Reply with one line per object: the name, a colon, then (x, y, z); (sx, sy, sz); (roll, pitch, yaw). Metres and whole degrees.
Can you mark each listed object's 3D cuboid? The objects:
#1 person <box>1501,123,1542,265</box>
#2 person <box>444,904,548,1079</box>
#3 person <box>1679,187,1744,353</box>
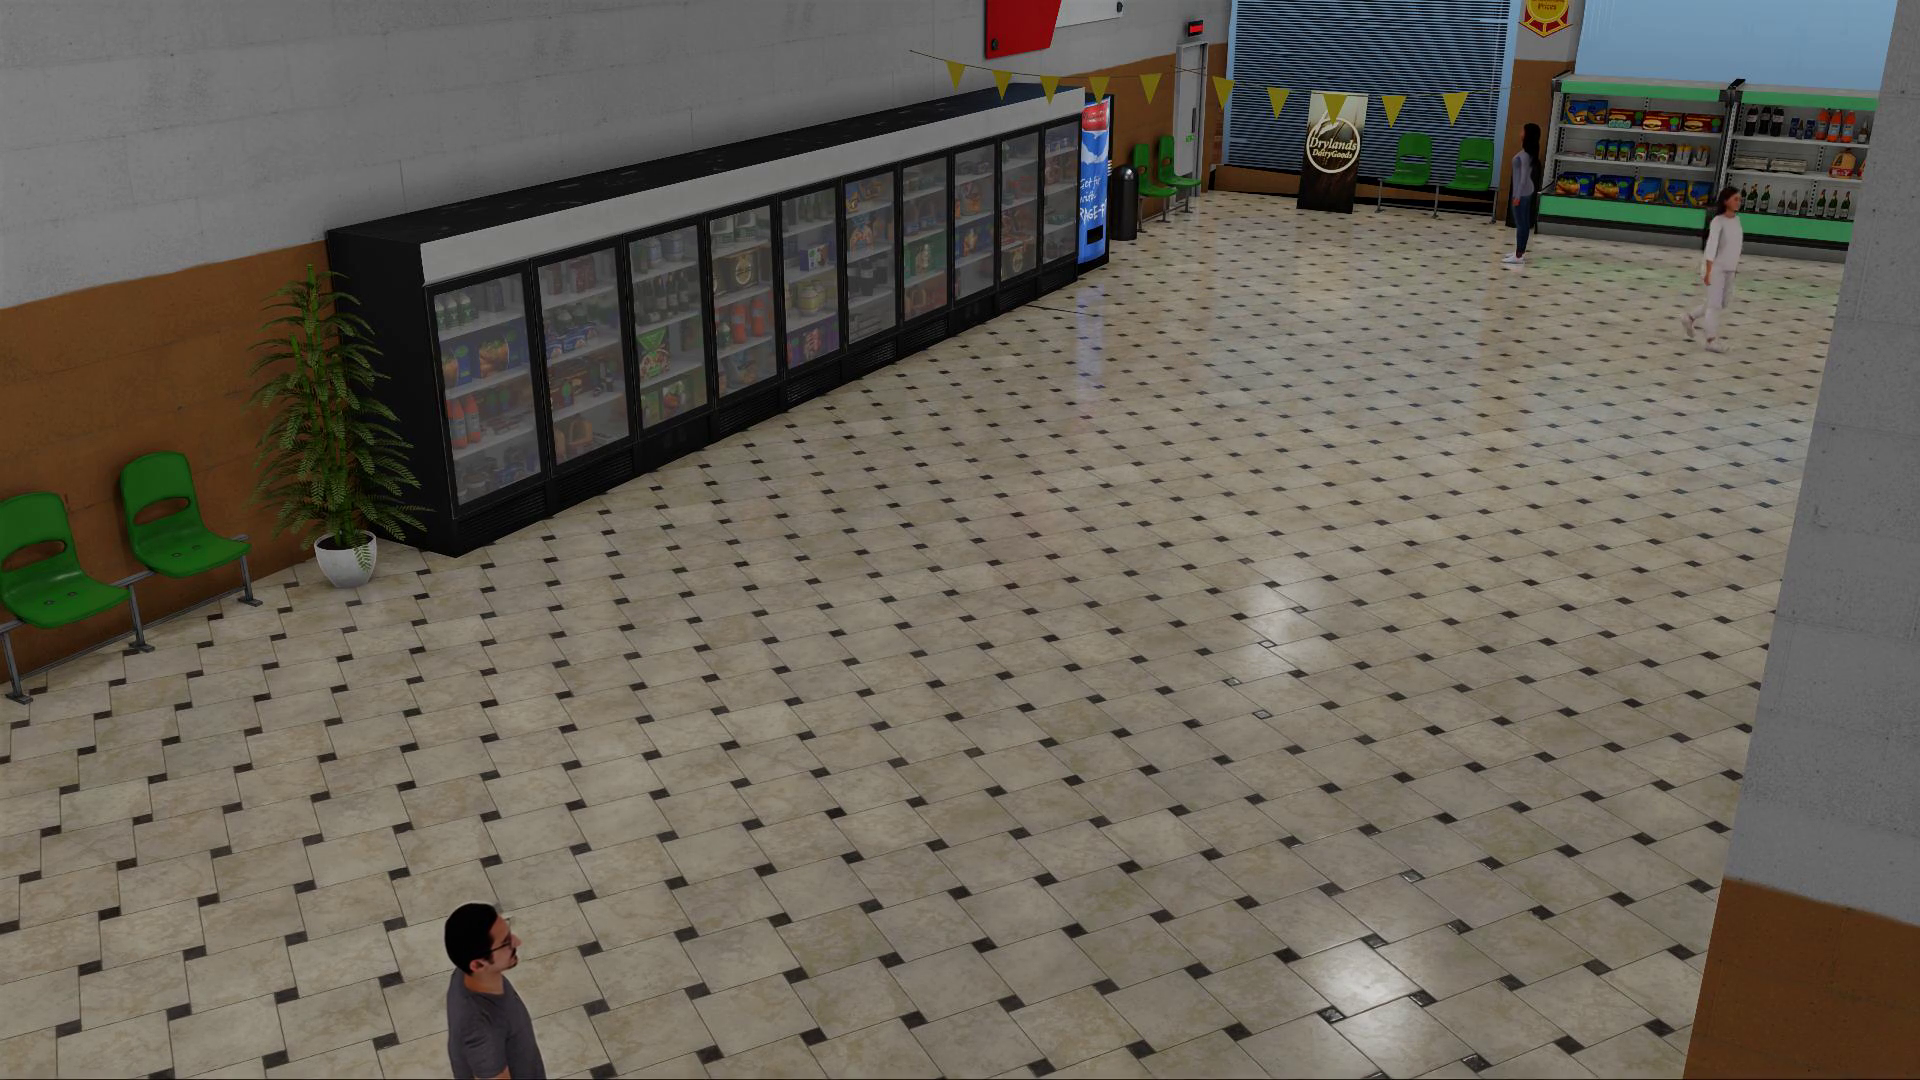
person: (7.112, -4.368, 20.960); (0.522, 1.735, 0.604); (13, 25, 29)
person: (-1.454, 1.914, 5.298); (0.763, 1.755, 0.672); (-10, 24, -23)
person: (7.760, -2.801, 17.133); (0.791, 1.680, 0.952); (-17, 27, -35)
